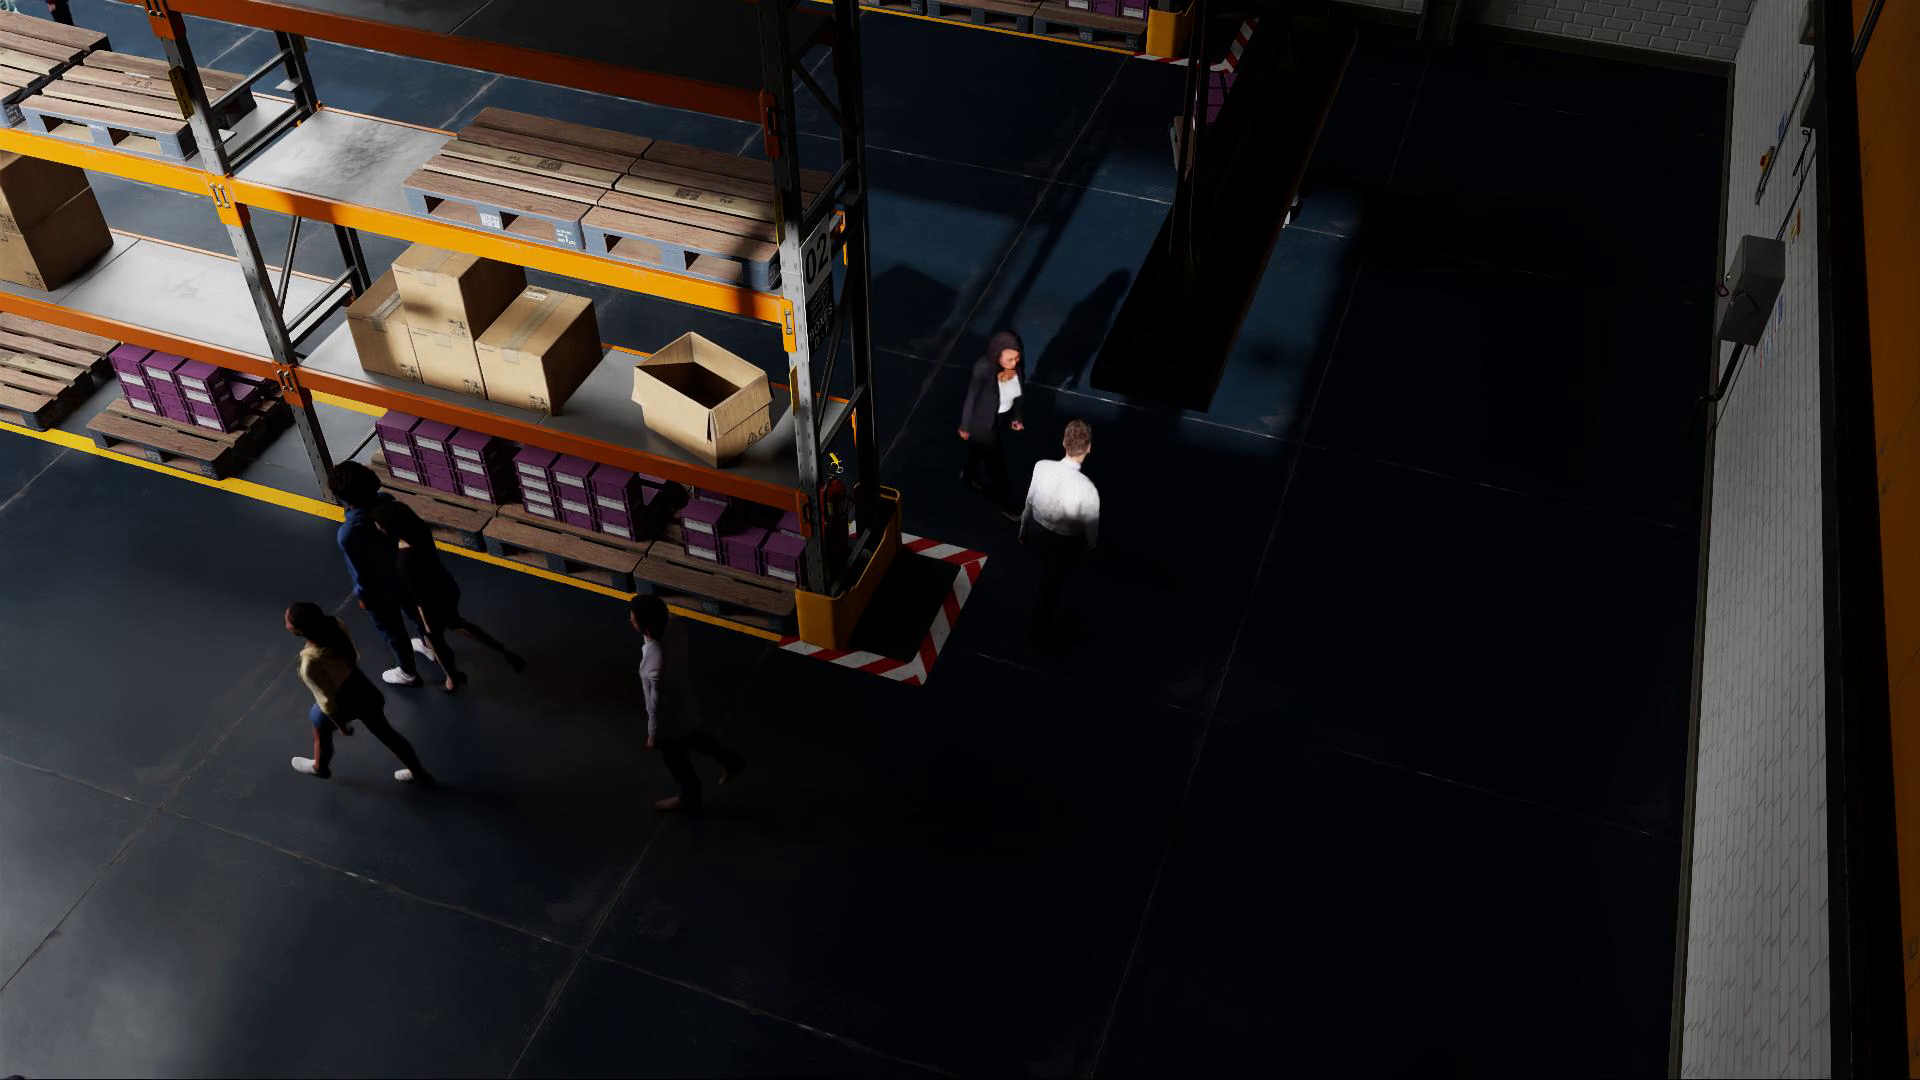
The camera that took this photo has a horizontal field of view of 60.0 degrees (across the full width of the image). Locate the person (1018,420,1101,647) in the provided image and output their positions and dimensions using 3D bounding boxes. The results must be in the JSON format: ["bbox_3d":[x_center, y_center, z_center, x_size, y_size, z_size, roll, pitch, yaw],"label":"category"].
[{"bbox_3d":[0.585,0.042,10.851,0.774,1.779,0.845,25,49,24],"label":"person"}]

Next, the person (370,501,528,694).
[{"bbox_3d":[-3.202,0.412,10.465,0.974,1.776,0.795,6,44,6],"label":"person"}]

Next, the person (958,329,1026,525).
[{"bbox_3d":[0.163,-0.924,12.019,1.101,1.567,0.889,29,51,27],"label":"person"}]

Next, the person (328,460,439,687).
[{"bbox_3d":[-3.688,0.217,10.645,0.554,1.810,0.679,16,46,16],"label":"person"}]

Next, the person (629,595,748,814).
[{"bbox_3d":[-1.599,1.007,9.800,0.940,1.832,0.840,0,44,0],"label":"person"}]

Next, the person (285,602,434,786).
[{"bbox_3d":[-3.625,0.970,10.020,1.139,1.582,0.703,10,45,10],"label":"person"}]
